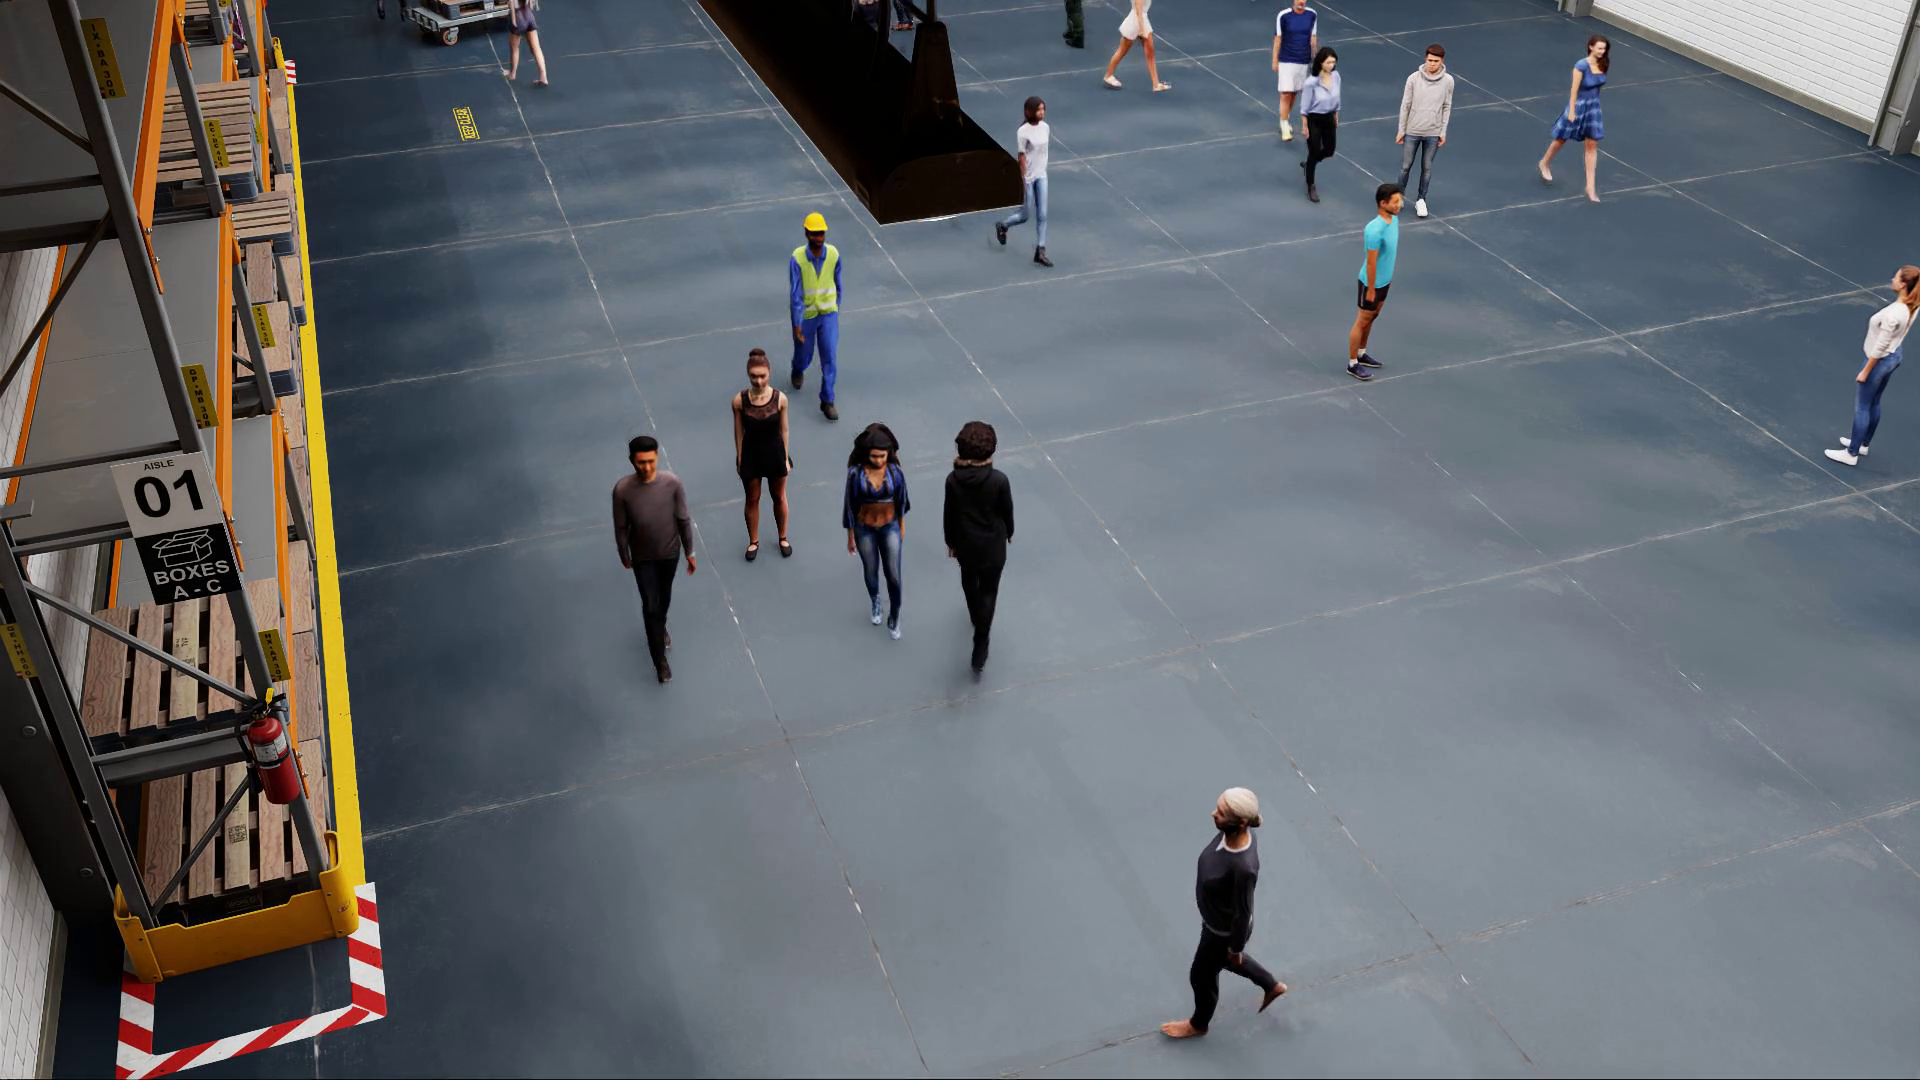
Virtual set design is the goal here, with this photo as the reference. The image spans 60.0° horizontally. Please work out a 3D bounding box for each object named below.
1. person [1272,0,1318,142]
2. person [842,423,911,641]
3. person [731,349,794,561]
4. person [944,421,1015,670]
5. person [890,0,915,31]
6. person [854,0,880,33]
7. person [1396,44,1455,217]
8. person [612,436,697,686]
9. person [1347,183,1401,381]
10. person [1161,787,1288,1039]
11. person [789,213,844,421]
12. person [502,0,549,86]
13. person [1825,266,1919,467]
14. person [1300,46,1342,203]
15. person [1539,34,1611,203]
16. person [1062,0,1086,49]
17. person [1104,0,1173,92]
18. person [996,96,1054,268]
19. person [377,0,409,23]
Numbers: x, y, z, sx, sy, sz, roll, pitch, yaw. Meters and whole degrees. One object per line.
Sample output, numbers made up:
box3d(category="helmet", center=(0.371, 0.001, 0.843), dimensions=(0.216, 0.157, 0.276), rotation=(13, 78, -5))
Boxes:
box3d(category="person", center=(3.961, -5.737, 19.856), dimensions=(0.711, 1.823, 0.954), rotation=(-7, 34, -10))
box3d(category="person", center=(-0.591, -0.108, 11.580), dimensions=(0.727, 1.610, 0.777), rotation=(-2, 34, -2))
box3d(category="person", center=(-1.453, -0.627, 12.302), dimensions=(0.613, 1.676, 0.610), rotation=(-5, 34, -8))
box3d(category="person", center=(0.135, 0.054, 11.207), dimensions=(1.001, 1.753, 1.201), rotation=(7, 34, 10))
box3d(category="person", center=(-0.728, -8.082, 23.395), dimensions=(0.829, 1.811, 0.727), rotation=(1, 34, 1))
box3d(category="person", center=(-1.126, -6.075, 20.433), dimensions=(0.669, 1.747, 0.670), rotation=(-24, 41, -32))
box3d(category="person", center=(4.964, -4.392, 17.806), dimensions=(0.760, 1.852, 0.763), rotation=(7, 34, 10))
box3d(category="person", center=(-2.067, 0.032, 11.255), dimensions=(0.993, 1.736, 0.647), rotation=(-11, 35, -17))
box3d(category="person", center=(3.667, -2.306, 14.736), dimensions=(0.721, 1.775, 0.690), rotation=(19, 38, 27))
box3d(category="person", center=(1.429, 1.904, 8.462), dimensions=(0.881, 1.710, 0.928), rotation=(1, 34, 1))
box3d(category="person", center=(-1.259, -1.943, 14.172), dimensions=(0.651, 1.796, 0.992), rotation=(-12, 35, -17))
box3d(category="person", center=(-5.569, -6.651, 21.411), dimensions=(1.052, 1.623, 0.922), rotation=(21, 39, 29))
box3d(category="person", center=(7.448, -1.418, 13.450), dimensions=(0.677, 1.720, 0.657), rotation=(-26, 42, -33))
box3d(category="person", center=(3.877, -4.571, 18.188), dimensions=(0.666, 1.727, 0.761), rotation=(-15, 36, -21))
box3d(category="person", center=(6.772, -4.668, 18.306), dimensions=(0.666, 1.758, 1.149), rotation=(-14, 36, -20))
box3d(category="person", center=(1.642, -7.643, 22.720), dimensions=(0.868, 1.826, 0.816), rotation=(27, 42, 34))
box3d(category="person", center=(2.172, -6.543, 21.235), dimensions=(1.206, 1.638, 1.062), rotation=(19, 38, 26))
box3d(category="person", center=(0.668, -3.642, 16.811), dimensions=(0.822, 1.704, 1.078), rotation=(-26, 42, -34))
box3d(category="person", center=(-8.167, -8.231, 23.687), dimensions=(0.877, 1.736, 0.989), rotation=(7, 34, 10))
